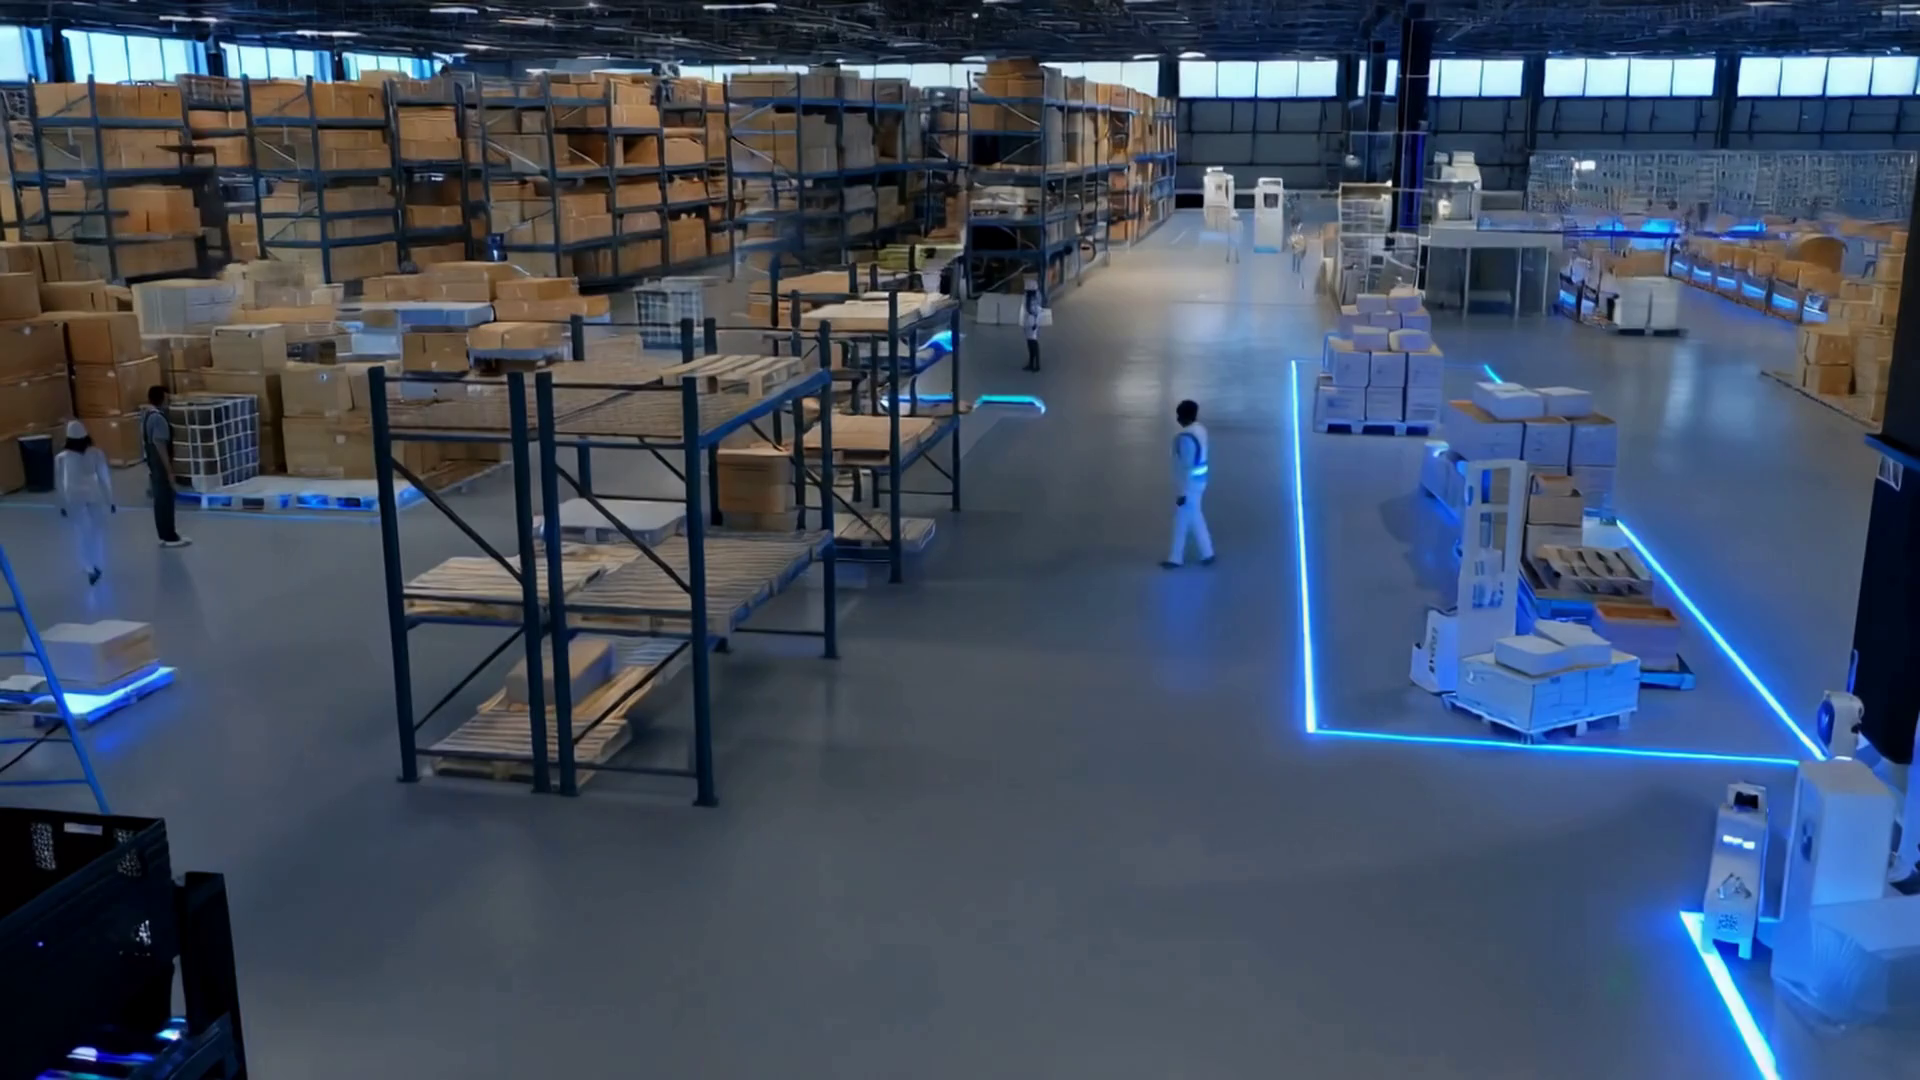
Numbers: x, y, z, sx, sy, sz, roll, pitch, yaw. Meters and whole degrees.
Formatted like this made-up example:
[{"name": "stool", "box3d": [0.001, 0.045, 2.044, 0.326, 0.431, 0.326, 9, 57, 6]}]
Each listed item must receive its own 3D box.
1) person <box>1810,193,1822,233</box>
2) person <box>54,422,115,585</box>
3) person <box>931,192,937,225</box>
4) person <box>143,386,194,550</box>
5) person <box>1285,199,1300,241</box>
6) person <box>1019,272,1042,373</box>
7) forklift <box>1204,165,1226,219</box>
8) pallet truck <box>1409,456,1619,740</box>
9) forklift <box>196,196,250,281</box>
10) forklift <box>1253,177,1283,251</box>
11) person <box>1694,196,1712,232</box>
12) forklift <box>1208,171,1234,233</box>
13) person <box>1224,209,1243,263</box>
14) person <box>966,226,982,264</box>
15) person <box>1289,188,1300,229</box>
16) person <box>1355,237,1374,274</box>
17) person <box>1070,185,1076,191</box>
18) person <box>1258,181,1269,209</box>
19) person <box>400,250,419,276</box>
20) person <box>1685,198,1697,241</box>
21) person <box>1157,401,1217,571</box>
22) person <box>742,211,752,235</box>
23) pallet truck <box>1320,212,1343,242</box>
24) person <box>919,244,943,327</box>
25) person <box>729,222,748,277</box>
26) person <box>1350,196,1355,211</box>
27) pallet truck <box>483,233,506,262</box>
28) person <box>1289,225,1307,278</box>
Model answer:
[{"name": "person", "box3d": [36.879, -13.944, 71.676, 0.449, 1.972, 0.621, 6, 15, 24]}, {"name": "person", "box3d": [-9.078, -0.399, 17.280, 0.495, 1.685, 0.931, -12, 18, -40]}, {"name": "person", "box3d": [-1.330, -16.506, 82.369, 0.403, 1.837, 0.590, 2, 14, 7]}, {"name": "person", "box3d": [-8.910, -0.812, 18.632, 0.338, 1.845, 0.514, -11, 18, -38]}, {"name": "person", "box3d": [14.040, -13.492, 70.223, 0.602, 1.799, 0.918, 1, 14, 6]}, {"name": "person", "box3d": [1.367, -4.216, 32.261, 0.360, 1.935, 0.552, -5, 15, -20]}, {"name": "forklift", "box3d": [13.540, -18.427, 88.017, 1.129, 2.768, 1.873, 3, 14, 10]}, {"name": "pallet truck", "box3d": [4.504, 0.400, 13.395, 0.823, 1.965, 1.885, -6, 15, -23]}, {"name": "forklift", "box3d": [-21.054, -8.310, 46.942, 1.129, 2.768, 1.873, 3, 14, 10]}, {"name": "forklift", "box3d": [12.083, -12.747, 64.956, 1.129, 2.768, 1.873, 3, 14, 10]}, {"name": "person", "box3d": [32.035, -13.828, 71.476, 1.044, 1.839, 0.657, 10, 17, 36]}, {"name": "forklift", "box3d": [11.795, -15.174, 74.810, 1.129, 2.768, 1.873, 3, 14, 10]}, {"name": "person", "box3d": [9.681, -10.770, 58.936, 0.650, 1.906, 0.401, 2, 14, 9]}, {"name": "person", "box3d": [0.489, -9.174, 52.541, 0.646, 1.868, 0.890, -3, 14, -11]}, {"name": "person", "box3d": [16.021, -15.847, 79.491, 0.617, 1.940, 0.417, -8, 16, -28]}, {"name": "person", "box3d": [11.396, -7.706, 46.937, 0.535, 1.691, 0.322, 9, 17, 33]}, {"name": "person", "box3d": [5.804, -17.230, 85.197, 0.646, 1.890, 0.503, 0, 14, 2]}, {"name": "person", "box3d": [16.826, -18.881, 91.911, 0.706, 1.886, 0.487, 7, 16, 27]}, {"name": "person", "box3d": [-13.792, -6.430, 41.745, 0.322, 1.697, 0.535, 9, 17, 33]}, {"name": "person", "box3d": [31.120, -13.675, 70.928, 0.590, 1.812, 0.642, 1, 14, 3]}, {"name": "person", "box3d": [2.448, -0.560, 17.687, 0.605, 1.832, 0.672, 7, 15, 26]}, {"name": "person", "box3d": [-9.326, -14.119, 72.841, 0.546, 1.751, 0.467, 6, 15, 22]}, {"name": "pallet truck", "box3d": [15.874, -13.227, 70.310, 0.680, 1.201, 1.601, 10, 17, 35]}, {"name": "person", "box3d": [-0.699, -6.091, 39.820, 0.607, 1.963, 0.374, -5, 15, -19]}, {"name": "person", "box3d": [-6.889, -8.965, 51.596, 0.634, 1.924, 0.636, 6, 15, 22]}, {"name": "person", "box3d": [20.669, -17.788, 87.789, 0.485, 1.735, 0.347, -10, 17, -34]}, {"name": "pallet truck", "box3d": [-11.832, -7.026, 43.548, 1.885, 1.965, 0.823, 8, 16, 28]}, {"name": "person", "box3d": [10.803, -9.235, 53.166, 0.533, 1.670, 0.783, 4, 15, 18]}]
